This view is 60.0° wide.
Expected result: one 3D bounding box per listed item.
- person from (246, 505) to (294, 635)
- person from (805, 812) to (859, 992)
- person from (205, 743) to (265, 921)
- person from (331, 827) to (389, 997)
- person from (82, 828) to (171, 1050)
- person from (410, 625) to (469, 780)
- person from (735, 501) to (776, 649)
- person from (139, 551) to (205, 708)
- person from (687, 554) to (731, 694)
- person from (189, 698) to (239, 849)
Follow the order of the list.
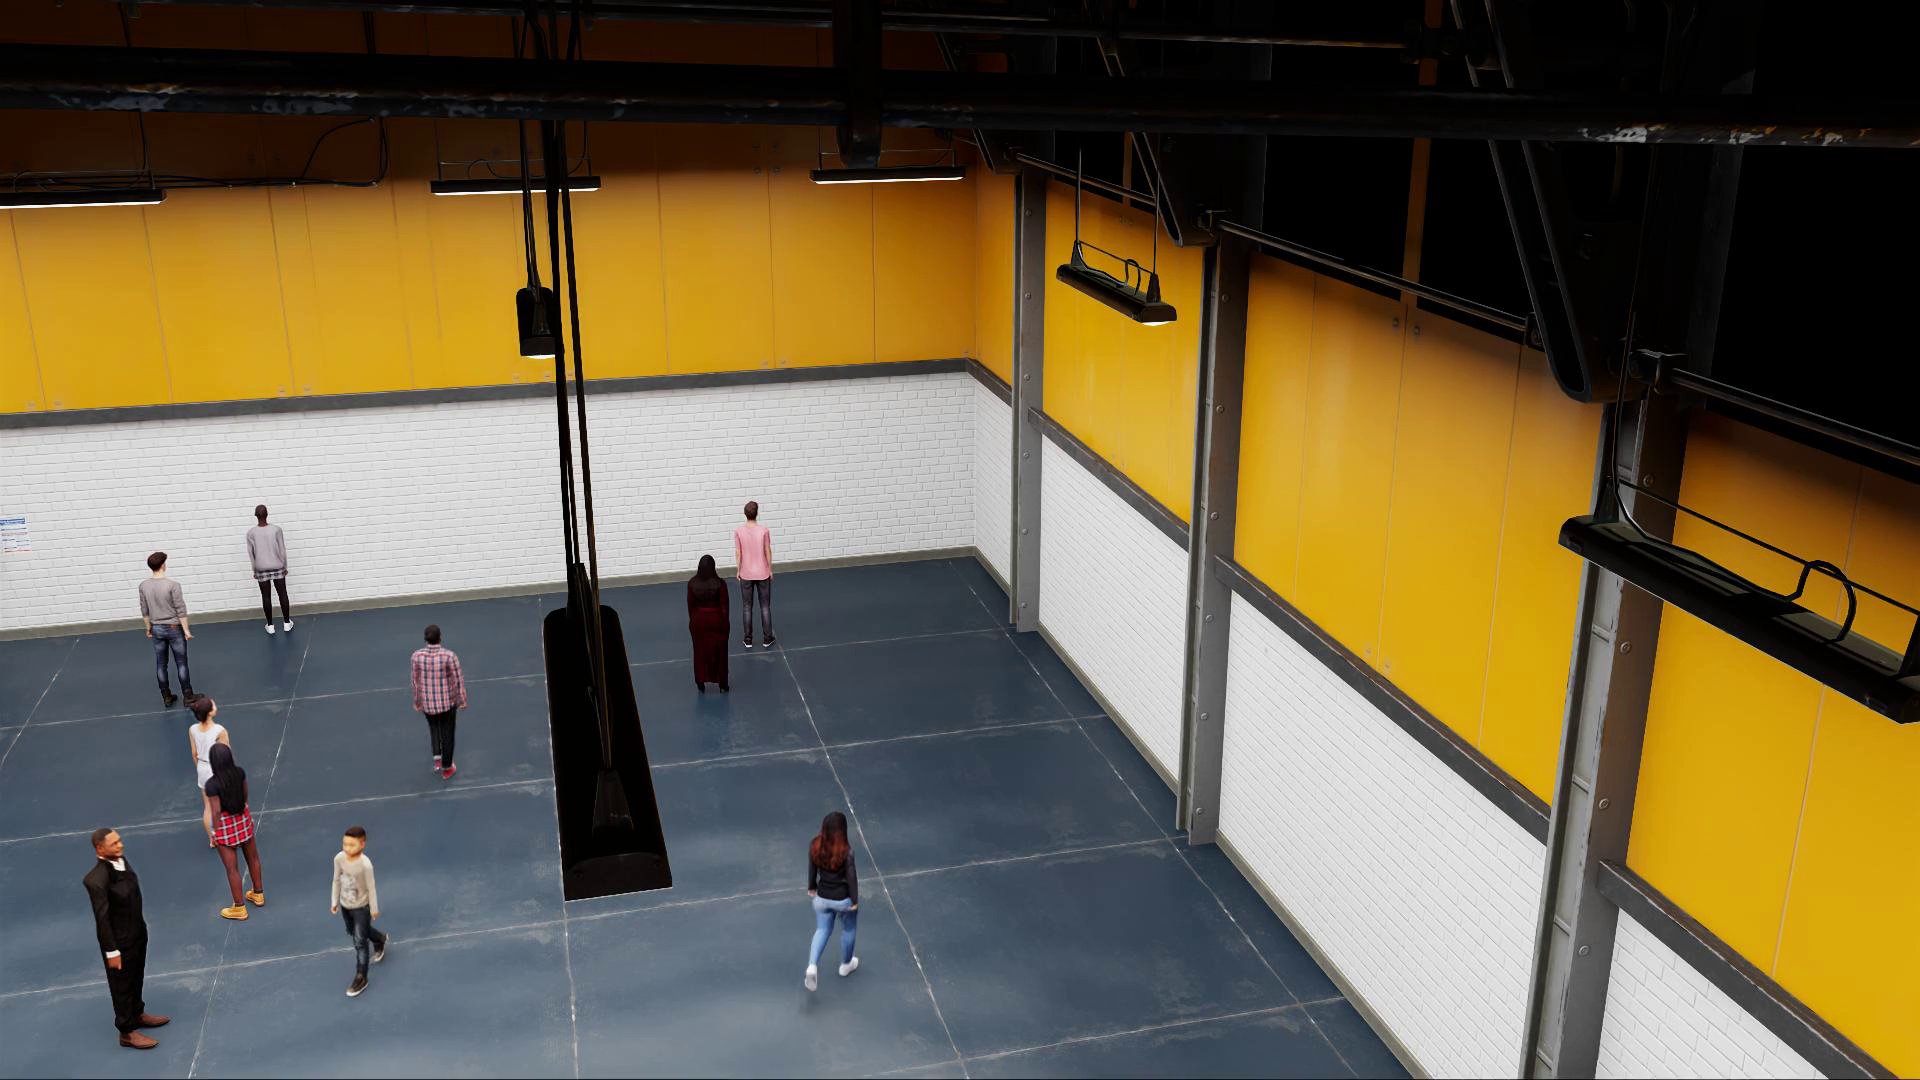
[{"bbox_3d":[-9.166,0.372,22.082,0.640,1.772,0.580,-8,20,-22],"label":"person"},{"bbox_3d":[-1.110,3.101,14.230,0.975,1.612,1.079,8,20,22],"label":"person"},{"bbox_3d":[-6.713,2.661,15.355,0.787,1.728,0.710,7,20,21],"label":"person"},{"bbox_3d":[-5.191,3.130,14.402,0.896,1.445,1.004,7,20,21],"label":"person"},{"bbox_3d":[-6.804,3.196,13.487,0.780,1.905,0.605,-2,19,-5],"label":"person"},{"bbox_3d":[-5.656,1.766,17.969,0.800,1.756,0.778,1,19,2],"label":"person"},{"bbox_3d":[-2.666,0.443,21.579,0.660,1.959,0.609,-1,19,-4],"label":"person"},{"bbox_3d":[-9.448,1.066,19.816,0.746,1.903,0.685,1,19,3],"label":"person"},{"bbox_3d":[-3.047,1.017,20.191,0.746,1.756,0.735,1,19,4],"label":"person"},{"bbox_3d":[-7.426,2.317,16.564,0.642,1.608,0.648,3,19,9],"label":"person"}]
